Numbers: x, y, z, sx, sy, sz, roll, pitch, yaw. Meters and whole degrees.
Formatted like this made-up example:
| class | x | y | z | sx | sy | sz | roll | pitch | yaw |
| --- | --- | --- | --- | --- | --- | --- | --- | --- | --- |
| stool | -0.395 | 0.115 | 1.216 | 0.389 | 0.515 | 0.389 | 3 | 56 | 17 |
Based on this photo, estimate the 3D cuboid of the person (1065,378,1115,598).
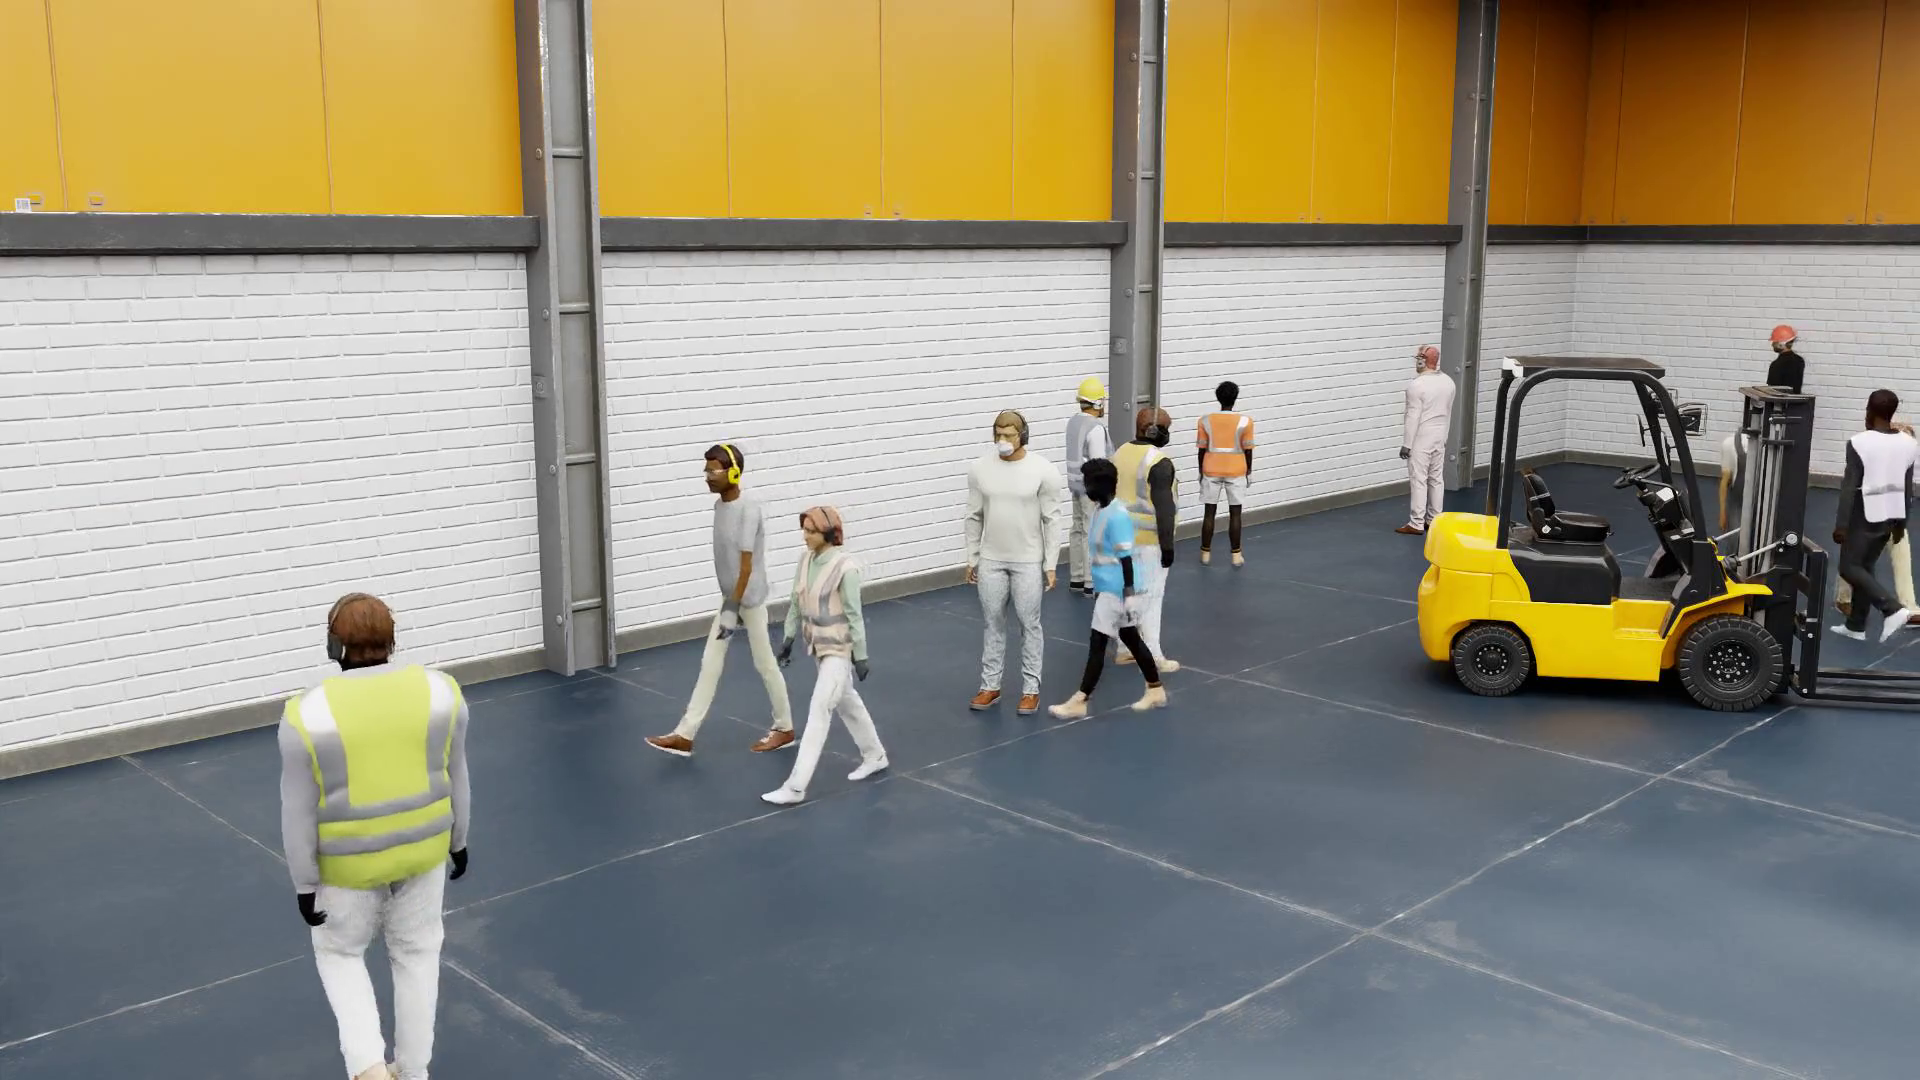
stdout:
| class | x | y | z | sx | sy | sz | roll | pitch | yaw |
| --- | --- | --- | --- | --- | --- | --- | --- | --- | --- |
| person | 1.098 | -0.437 | 13.892 | 0.404 | 1.832 | 0.600 | -4 | 11 | -20 |

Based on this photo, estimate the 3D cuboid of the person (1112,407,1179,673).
| class | x | y | z | sx | sy | sz | roll | pitch | yaw |
| --- | --- | --- | --- | --- | --- | --- | --- | --- | --- |
| person | 1.297 | -0.003 | 11.525 | 0.429 | 1.843 | 0.637 | -5 | 12 | -27 |

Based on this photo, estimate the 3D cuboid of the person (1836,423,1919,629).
| class | x | y | z | sx | sy | sz | roll | pitch | yaw |
| --- | --- | --- | --- | --- | --- | --- | --- | --- | --- |
| person | 7.168 | -0.122 | 12.871 | 0.494 | 1.580 | 0.887 | -2 | 11 | -11 |

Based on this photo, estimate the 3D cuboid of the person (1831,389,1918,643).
| class | x | y | z | sx | sy | sz | roll | pitch | yaw |
| --- | --- | --- | --- | --- | --- | --- | --- | --- | --- |
| person | 6.741 | -0.159 | 12.213 | 0.603 | 1.892 | 0.649 | -4 | 11 | -19 |

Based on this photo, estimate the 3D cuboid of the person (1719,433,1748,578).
| class | x | y | z | sx | sy | sz | roll | pitch | yaw |
| --- | --- | --- | --- | --- | --- | --- | --- | --- | --- |
| person | 6.069 | -0.198 | 12.727 | 0.509 | 1.794 | 0.923 | 3 | 11 | 14 |

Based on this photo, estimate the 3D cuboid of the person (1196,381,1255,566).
| class | x | y | z | sx | sy | sz | roll | pitch | yaw |
| --- | --- | --- | --- | --- | --- | --- | --- | --- | --- |
| person | 2.422 | -0.604 | 15.202 | 0.539 | 1.690 | 0.319 | 3 | 11 | 18 |

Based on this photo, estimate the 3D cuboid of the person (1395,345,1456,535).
| class | x | y | z | sx | sy | sz | roll | pitch | yaw |
| --- | --- | --- | --- | --- | --- | --- | --- | --- | --- |
| person | 4.675 | -1.006 | 16.785 | 0.639 | 1.913 | 0.409 | -8 | 13 | -36 |

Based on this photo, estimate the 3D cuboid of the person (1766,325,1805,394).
| class | x | y | z | sx | sy | sz | roll | pitch | yaw |
| --- | --- | --- | --- | --- | --- | --- | --- | --- | --- |
| person | 9.477 | -1.488 | 19.203 | 0.645 | 1.982 | 0.464 | -7 | 13 | -35 |

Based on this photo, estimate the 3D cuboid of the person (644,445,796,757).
| class | x | y | z | sx | sy | sz | roll | pitch | yaw |
| --- | --- | --- | --- | --- | --- | --- | --- | --- | --- |
| person | -1.358 | 0.370 | 9.508 | 0.950 | 1.825 | 0.528 | -8 | 13 | -38 |

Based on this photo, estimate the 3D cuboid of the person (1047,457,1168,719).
| class | x | y | z | sx | sy | sz | roll | pitch | yaw |
| --- | --- | --- | --- | --- | --- | --- | --- | --- | --- |
| person | 0.971 | 0.303 | 10.379 | 0.696 | 1.664 | 0.616 | -1 | 10 | -6 |

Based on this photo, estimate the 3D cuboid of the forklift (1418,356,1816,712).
| class | x | y | z | sx | sy | sz | roll | pitch | yaw |
| --- | --- | --- | --- | --- | --- | --- | --- | --- | --- |
| forklift | 4.276 | -0.101 | 11.076 | 2.313 | 2.155 | 1.214 | 2 | 11 | 13 |

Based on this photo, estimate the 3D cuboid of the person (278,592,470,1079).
| class | x | y | z | sx | sy | sz | roll | pitch | yaw |
| --- | --- | --- | --- | --- | --- | --- | --- | --- | --- |
| person | -1.955 | 1.082 | 5.639 | 0.639 | 1.832 | 0.464 | -7 | 12 | -33 |

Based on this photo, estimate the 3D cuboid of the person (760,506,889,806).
| class | x | y | z | sx | sy | sz | roll | pitch | yaw |
| --- | --- | --- | --- | --- | --- | --- | --- | --- | --- |
| person | -0.711 | 0.597 | 8.949 | 0.895 | 1.587 | 0.523 | -7 | 13 | -35 |

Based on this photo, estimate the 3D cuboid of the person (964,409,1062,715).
| class | x | y | z | sx | sy | sz | roll | pitch | yaw |
| --- | --- | --- | --- | --- | --- | --- | --- | --- | --- |
| person | 0.325 | 0.136 | 10.483 | 0.635 | 1.936 | 0.354 | 4 | 11 | 21 |
